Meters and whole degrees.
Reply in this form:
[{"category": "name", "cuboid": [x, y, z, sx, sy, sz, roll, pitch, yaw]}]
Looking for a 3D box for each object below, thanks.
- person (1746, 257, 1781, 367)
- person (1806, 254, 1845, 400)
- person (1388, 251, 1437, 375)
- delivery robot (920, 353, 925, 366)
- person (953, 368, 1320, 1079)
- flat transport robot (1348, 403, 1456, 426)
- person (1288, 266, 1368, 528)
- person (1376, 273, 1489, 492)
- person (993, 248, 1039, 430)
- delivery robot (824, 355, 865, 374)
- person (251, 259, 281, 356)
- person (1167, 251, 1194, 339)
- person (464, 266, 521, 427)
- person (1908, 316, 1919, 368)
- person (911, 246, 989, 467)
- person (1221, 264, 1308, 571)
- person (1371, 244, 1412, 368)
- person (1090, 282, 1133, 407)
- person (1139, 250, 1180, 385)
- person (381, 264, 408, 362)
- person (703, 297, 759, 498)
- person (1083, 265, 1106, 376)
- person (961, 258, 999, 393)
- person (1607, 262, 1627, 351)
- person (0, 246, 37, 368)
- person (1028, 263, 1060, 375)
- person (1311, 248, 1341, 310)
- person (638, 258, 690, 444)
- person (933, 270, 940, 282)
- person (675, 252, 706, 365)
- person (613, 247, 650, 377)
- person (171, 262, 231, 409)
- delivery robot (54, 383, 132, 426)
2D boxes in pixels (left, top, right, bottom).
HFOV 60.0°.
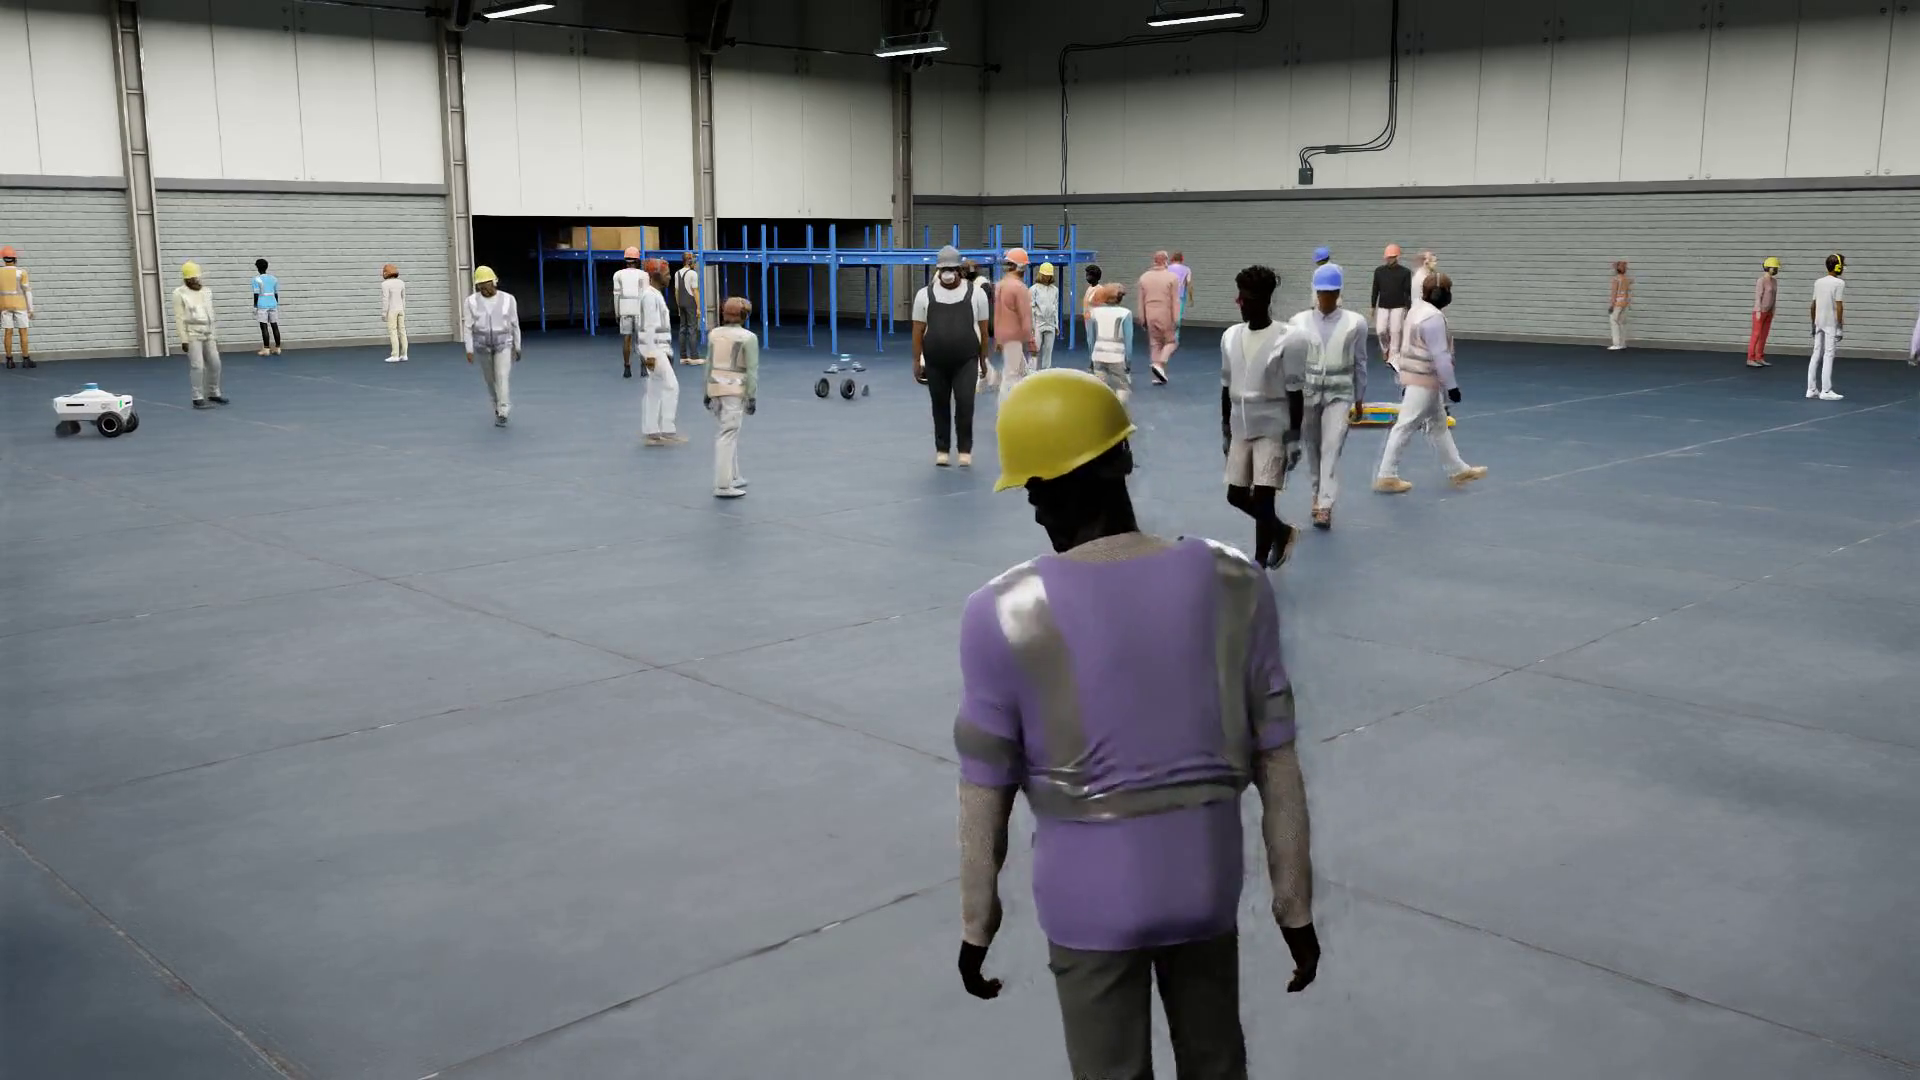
[{"category": "person", "cuboid": [13.022, -3.680, 26.876, 0.521, 1.758, 0.349, -8, 13, -37]}, {"category": "person", "cuboid": [11.276, -2.772, 21.611, 0.333, 1.872, 0.515, -3, 11, -15]}, {"category": "person", "cuboid": [6.801, -3.325, 24.639, 0.847, 1.886, 0.647, 4, 11, 23]}, {"category": "delivery robot", "cuboid": [-0.276, -2.577, 23.994, 0.707, 0.478, 0.477, 0, 10, 0]}, {"category": "person", "cuboid": [0.300, 0.632, 3.011, 0.639, 1.877, 0.490, -3, 11, -15]}, {"category": "flat transport robot", "cuboid": [4.809, -1.421, 18.723, 1.431, 0.197, 0.652, 2, 10, 8]}, {"category": "person", "cuboid": [2.671, -1.067, 12.269, 0.626, 1.896, 1.023, 3, 11, 17]}, {"category": "person", "cuboid": [3.935, -1.297, 13.773, 0.973, 1.785, 0.645, 1, 10, 6]}, {"category": "person", "cuboid": [0.617, -2.182, 18.114, 0.573, 1.969, 0.634, -4, 11, -18]}, {"category": "delivery robot", "cuboid": [-1.525, -2.334, 21.962, 0.335, 0.223, 0.698, 6, 12, 31]}, {"category": "person", "cuboid": [-12.264, -4.111, 29.376, 0.317, 1.698, 0.540, 5, 12, 27]}, {"category": "person", "cuboid": [4.196, -4.640, 31.993, 0.572, 1.802, 0.939, 5, 12, 26]}, {"category": "person", "cuboid": [-5.266, -2.198, 18.761, 0.607, 1.781, 0.922, -2, 11, -9]}, {"category": "person", "cuboid": [10.099, -1.912, 16.915, 0.713, 1.872, 0.818, 8, 13, 36]}, {"category": "person", "cuboid": [-0.106, -1.651, 15.145, 0.698, 2.000, 0.820, 1, 10, 6]}, {"category": "person", "cuboid": [1.838, -0.661, 9.903, 0.660, 1.949, 0.617, -9, 14, -40]}, {"category": "person", "cuboid": [6.910, -3.750, 26.642, 0.647, 1.974, 0.517, 5, 12, 26]}, {"category": "person", "cuboid": [1.564, -1.847, 17.222, 0.534, 1.625, 0.345, 7, 13, 35]}, {"category": "person", "cuboid": [2.843, -3.139, 23.533, 0.656, 1.890, 0.449, 8, 13, 36]}, {"category": "person", "cuboid": [-9.525, -3.821, 27.976, 0.283, 1.633, 0.498, 5, 11, 24]}, {"category": "person", "cuboid": [-1.835, -1.172, 13.614, 0.540, 1.602, 0.640, 8, 13, 36]}, {"category": "person", "cuboid": [1.915, -3.072, 23.730, 0.319, 1.692, 0.533, -3, 11, -15]}, {"category": "person", "cuboid": [0.267, -2.936, 22.692, 0.752, 1.813, 0.642, -7, 12, -32]}, {"category": "person", "cuboid": [12.141, -4.312, 30.717, 0.316, 1.611, 0.589, 9, 14, 42]}, {"category": "person", "cuboid": [-15.143, -3.723, 26.656, 0.577, 1.932, 0.387, -1, 10, -7]}, {"category": "person", "cuboid": [1.166, -2.941, 22.901, 0.483, 1.735, 0.311, -6, 12, -31]}, {"category": "person", "cuboid": [6.301, -4.046, 28.509, 0.662, 1.900, 0.405, -7, 12, -33]}, {"category": "person", "cuboid": [-2.950, -1.897, 16.814, 0.598, 1.873, 0.615, -1, 10, -5]}, {"category": "person", "cuboid": [-0.202, -3.404, 25.175, 0.429, 1.837, 0.631, 2, 11, 12]}, {"category": "person", "cuboid": [-4.450, -3.804, 27.317, 0.506, 1.842, 0.346, 8, 13, 36]}, {"category": "person", "cuboid": [-4.917, -3.431, 25.018, 0.550, 1.935, 0.376, 0, 10, -2]}, {"category": "person", "cuboid": [-9.313, -2.502, 20.360, 0.420, 1.790, 0.651, 4, 11, 20]}, {"category": "delivery robot", "cuboid": [-9.237, -1.428, 17.727, 0.707, 0.478, 0.477, -1, 11, -7]}]
